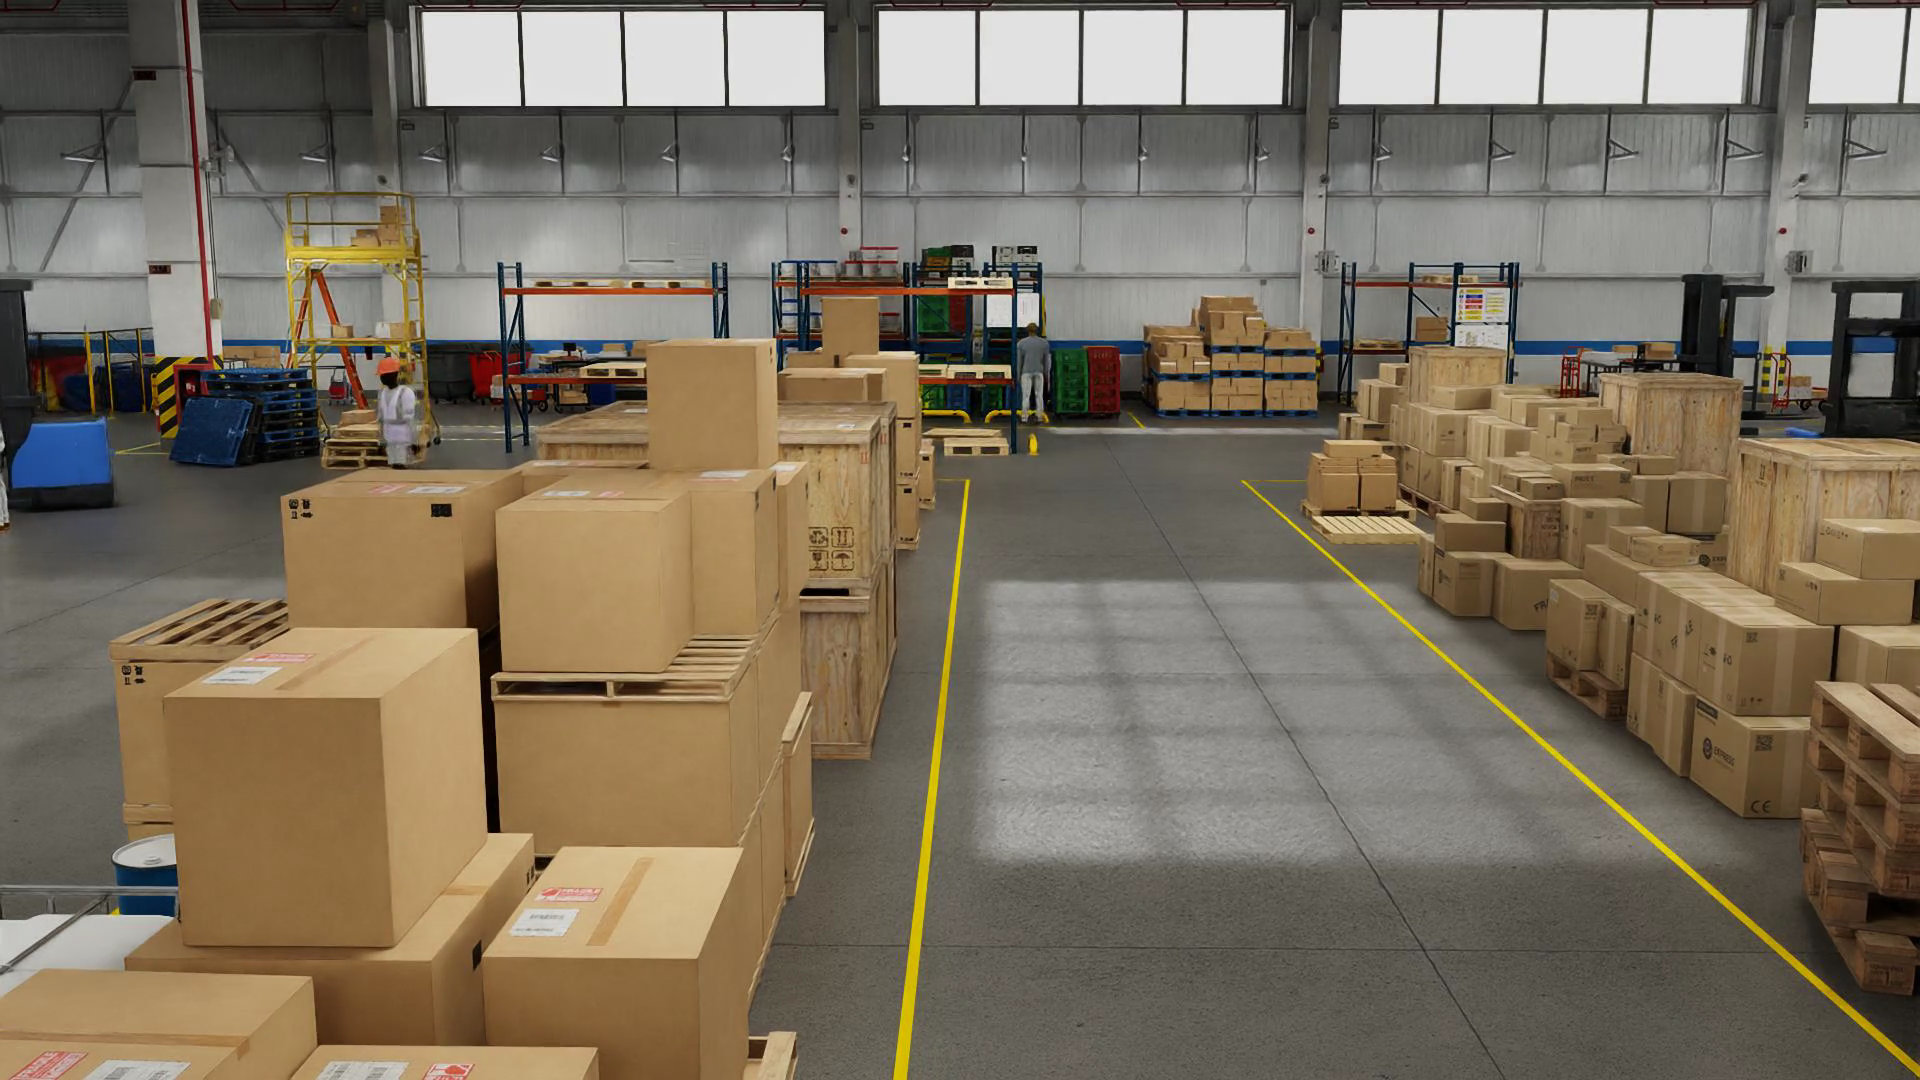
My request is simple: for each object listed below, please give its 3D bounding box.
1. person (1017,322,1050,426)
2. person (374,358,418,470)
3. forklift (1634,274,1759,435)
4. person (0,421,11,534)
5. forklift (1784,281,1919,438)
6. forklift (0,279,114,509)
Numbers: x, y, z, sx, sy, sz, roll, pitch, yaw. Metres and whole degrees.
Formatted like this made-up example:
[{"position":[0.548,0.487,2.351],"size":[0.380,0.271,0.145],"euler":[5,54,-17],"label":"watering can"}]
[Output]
[{"position":[1.356,-3.080,30.924],"size":[0.628,1.931,0.357],"euler":[-1,10,-8],"label":"person"},{"position":[-6.664,-1.192,19.646],"size":[0.576,1.915,0.489],"euler":[5,11,29],"label":"person"},{"position":[12.953,-3.275,29.250],"size":[1.873,2.768,1.129],"euler":[0,9,1],"label":"forklift"},{"position":[-10.897,-0.999,18.621],"size":[0.343,1.880,0.580],"euler":[-3,10,-18],"label":"person"},{"position":[10.316,-1.542,18.872],"size":[1.129,2.768,1.873],"euler":[0,9,0],"label":"forklift"},{"position":[-11.538,-1.795,20.389],"size":[1.873,2.768,1.129],"euler":[-4,10,-25],"label":"forklift"}]
